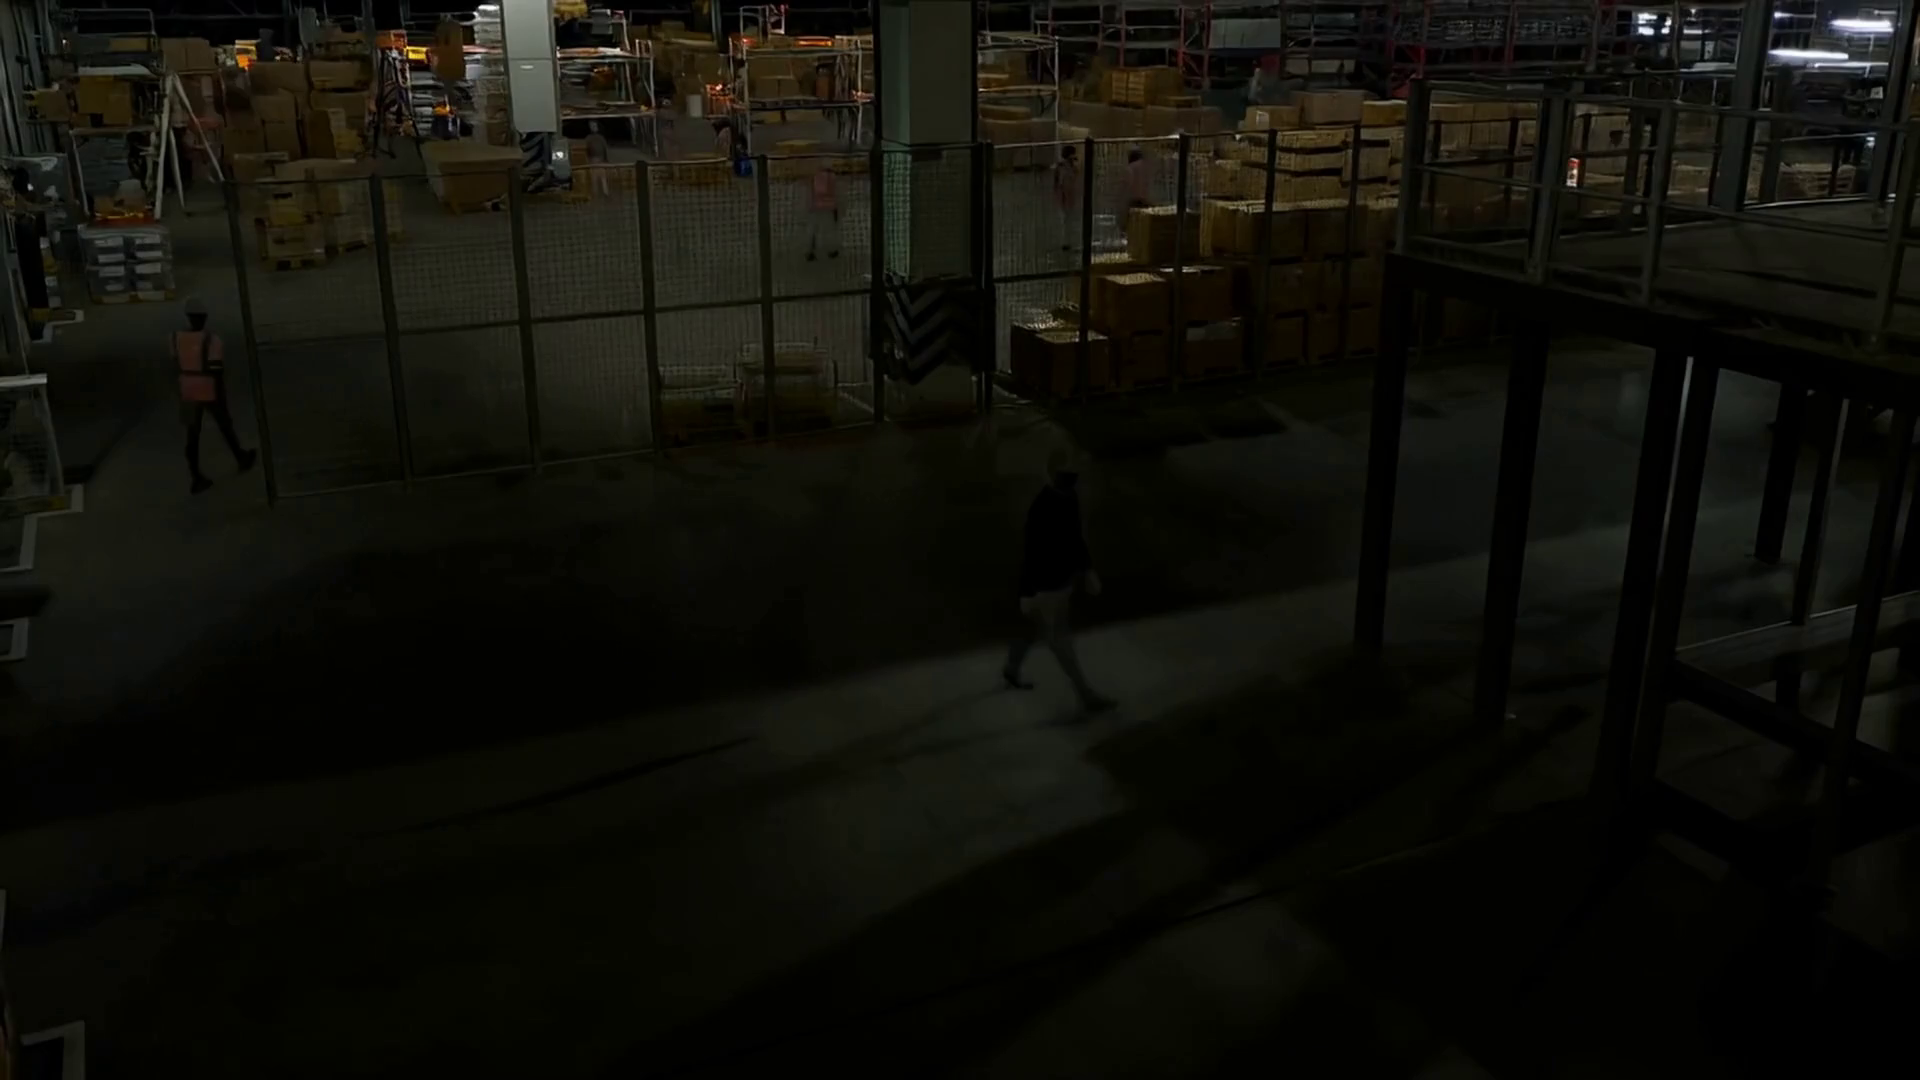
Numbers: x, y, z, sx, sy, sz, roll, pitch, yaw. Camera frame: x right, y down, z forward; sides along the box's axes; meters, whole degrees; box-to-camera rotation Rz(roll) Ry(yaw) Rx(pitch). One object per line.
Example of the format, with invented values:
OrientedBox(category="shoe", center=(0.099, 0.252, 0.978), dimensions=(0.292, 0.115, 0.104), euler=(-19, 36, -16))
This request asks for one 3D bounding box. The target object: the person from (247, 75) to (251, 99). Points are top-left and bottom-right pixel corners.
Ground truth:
OrientedBox(category="person", center=(-23.408, -14.934, 55.538), dimensions=(0.596, 1.829, 0.979), euler=(-3, 19, -10))

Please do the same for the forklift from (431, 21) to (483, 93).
OrientedBox(category="forklift", center=(-20.683, -19.824, 68.136), dimensions=(1.129, 2.768, 1.873), euler=(14, 23, 35))

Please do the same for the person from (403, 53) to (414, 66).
OrientedBox(category="person", center=(-20.485, -17.016, 61.467), dimensions=(0.654, 1.900, 0.905), euler=(0, 19, 0))

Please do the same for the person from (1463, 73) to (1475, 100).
OrientedBox(category="person", center=(15.115, -12.994, 49.794), dimensions=(0.747, 1.908, 0.560), euler=(18, 26, 41))

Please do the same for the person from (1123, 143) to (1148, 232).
OrientedBox(category="person", center=(3.219, -6.255, 30.306), dimensions=(0.601, 1.879, 0.599), euler=(-14, 24, -36))

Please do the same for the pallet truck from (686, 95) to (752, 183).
OrientedBox(category="pallet truck", center=(-5.836, -9.608, 39.856), dimensions=(0.823, 1.965, 1.885), euler=(10, 22, 27))

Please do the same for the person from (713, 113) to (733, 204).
OrientedBox(category="person", center=(-5.135, -8.282, 36.130), dimensions=(0.383, 1.920, 0.585), euler=(-1, 19, -2))

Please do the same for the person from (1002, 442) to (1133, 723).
OrientedBox(category="person", center=(0.720, 0.271, 11.297), dimensions=(1.031, 1.936, 0.616), euler=(7, 20, 20))

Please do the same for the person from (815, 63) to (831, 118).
OrientedBox(category="person", center=(-4.727, -15.423, 57.010), dimensions=(0.516, 1.795, 0.964), euler=(-5, 20, -13))

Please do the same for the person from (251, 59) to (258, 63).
OrientedBox(category="person", center=(-24.382, -15.662, 57.573), dimensions=(0.478, 1.896, 0.562), euler=(1, 19, 1))

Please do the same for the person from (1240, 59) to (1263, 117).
OrientedBox(category="person", center=(10.011, -15.381, 56.694), dimensions=(0.953, 1.919, 0.620), euler=(16, 24, 38))

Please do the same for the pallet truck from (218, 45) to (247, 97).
OrientedBox(category="pallet truck", center=(-28.879, -18.665, 66.111), dimensions=(0.823, 1.965, 1.885), euler=(-3, 19, -9))

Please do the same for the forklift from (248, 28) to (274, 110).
OrientedBox(category="forklift", center=(-24.786, -16.938, 59.770), dimensions=(1.873, 2.768, 1.129), euler=(-9, 21, -25))

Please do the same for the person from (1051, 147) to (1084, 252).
OrientedBox(category="person", center=(1.998, -6.054, 29.726), dimensions=(0.637, 1.885, 1.012), euler=(-6, 20, -18))

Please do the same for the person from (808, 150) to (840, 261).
OrientedBox(category="person", center=(-2.396, -5.850, 29.096), dimensions=(0.620, 1.910, 0.825), euler=(5, 20, 15))

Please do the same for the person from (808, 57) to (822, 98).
OrientedBox(category="person", center=(-5.552, -17.833, 63.923), dimensions=(0.598, 1.862, 1.021), euler=(-8, 21, -22))

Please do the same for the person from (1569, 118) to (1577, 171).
OrientedBox(category="person", center=(13.946, -9.116, 38.385), dimensions=(0.408, 2.035, 0.601), euler=(-3, 19, -7))

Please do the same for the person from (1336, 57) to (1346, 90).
OrientedBox(category="person", center=(14.445, -17.467, 63.097), dimensions=(0.319, 1.692, 0.533), euler=(-6, 20, -17))

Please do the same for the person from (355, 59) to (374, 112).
OrientedBox(category="person", center=(-20.829, -15.745, 57.818), dimensions=(1.017, 1.880, 0.652), euler=(1, 19, 3))

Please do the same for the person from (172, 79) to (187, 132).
OrientedBox(category="person", center=(-24.263, -13.458, 51.571), dimensions=(0.517, 1.631, 0.312), euler=(0, 19, 0))

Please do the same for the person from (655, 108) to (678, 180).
OrientedBox(category="person", center=(-7.087, -9.577, 40.216), dimensions=(0.504, 1.695, 0.891), euler=(6, 20, 18))

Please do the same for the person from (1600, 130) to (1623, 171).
OrientedBox(category="person", center=(13.139, -7.311, 33.463), dimensions=(0.958, 1.820, 0.526), euler=(3, 19, 7))

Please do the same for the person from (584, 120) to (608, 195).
OrientedBox(category="person", center=(-8.155, -8.599, 37.413), dimensions=(0.531, 1.672, 0.730), euler=(-6, 20, -18))

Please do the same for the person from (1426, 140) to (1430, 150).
OrientedBox(category="person", center=(9.006, -6.794, 32.004), dimensions=(0.463, 1.803, 0.763), euler=(-14, 24, -36))

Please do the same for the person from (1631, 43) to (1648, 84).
OrientedBox(category="person", center=(27.910, -19.422, 68.394), dimensions=(0.638, 1.936, 0.356), euler=(4, 19, 10))

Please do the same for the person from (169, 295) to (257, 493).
OrientedBox(category="person", center=(-7.438, -1.489, 16.474), dimensions=(0.556, 1.884, 1.001), euler=(2, 19, 6))

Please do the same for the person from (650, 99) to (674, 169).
OrientedBox(category="person", center=(-7.490, -10.284, 42.190), dimensions=(0.782, 1.740, 0.521), euler=(-14, 24, -35))

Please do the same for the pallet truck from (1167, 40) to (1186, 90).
OrientedBox(category="pallet truck", center=(9.045, -19.971, 69.895), dimensions=(0.823, 1.965, 1.885), euler=(-3, 19, -8))
